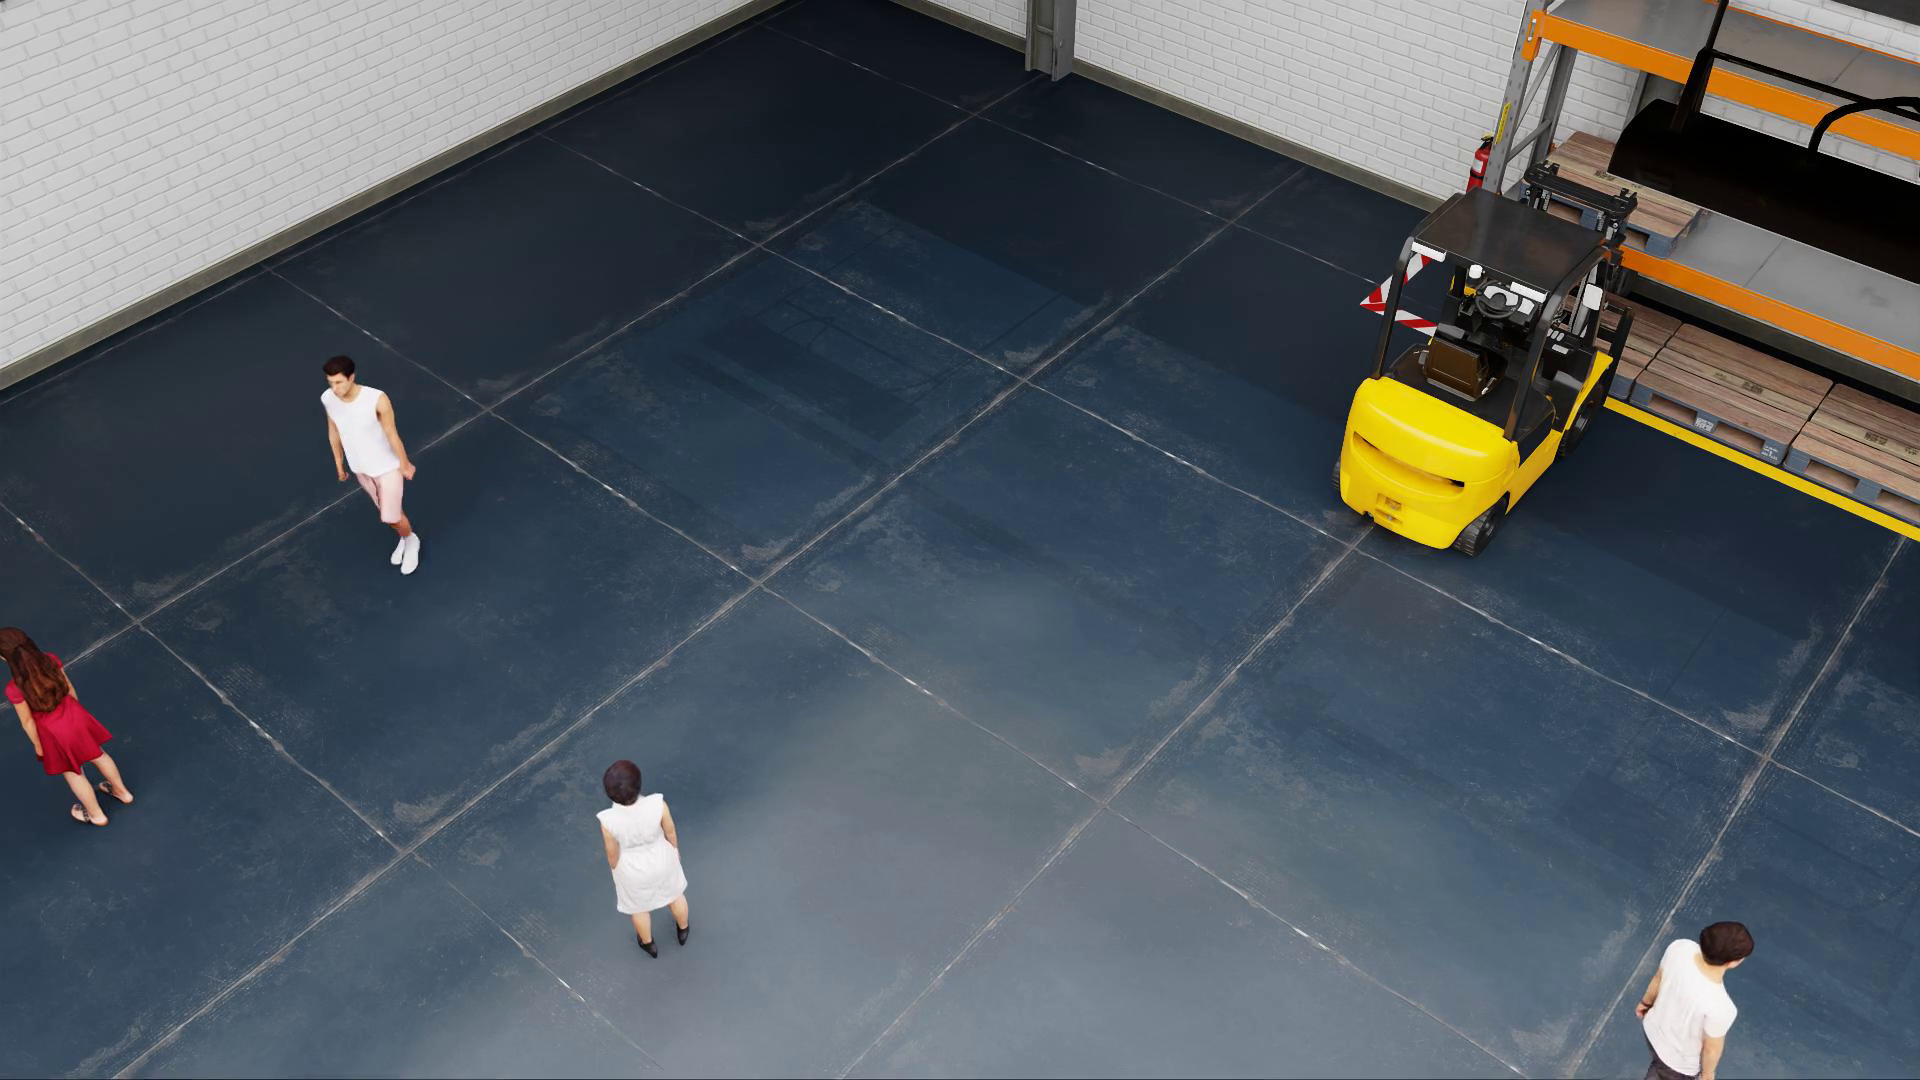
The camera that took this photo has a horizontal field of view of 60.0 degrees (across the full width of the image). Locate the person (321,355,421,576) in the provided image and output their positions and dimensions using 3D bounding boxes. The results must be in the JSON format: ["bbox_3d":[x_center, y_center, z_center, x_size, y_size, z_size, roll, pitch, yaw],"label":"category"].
[{"bbox_3d":[-3.921,-0.581,11.302,0.735,1.774,0.845,13,45,13],"label":"person"}]

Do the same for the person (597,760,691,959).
[{"bbox_3d":[-1.708,1.742,9.025,0.638,1.552,0.654,-16,46,-16],"label":"person"}]

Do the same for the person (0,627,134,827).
[{"bbox_3d":[-5.258,1.082,9.718,0.693,1.551,0.632,14,45,14],"label":"person"}]

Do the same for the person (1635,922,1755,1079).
[{"bbox_3d":[3.450,2.452,8.174,1.103,1.698,1.044,-4,44,-4],"label":"person"}]
